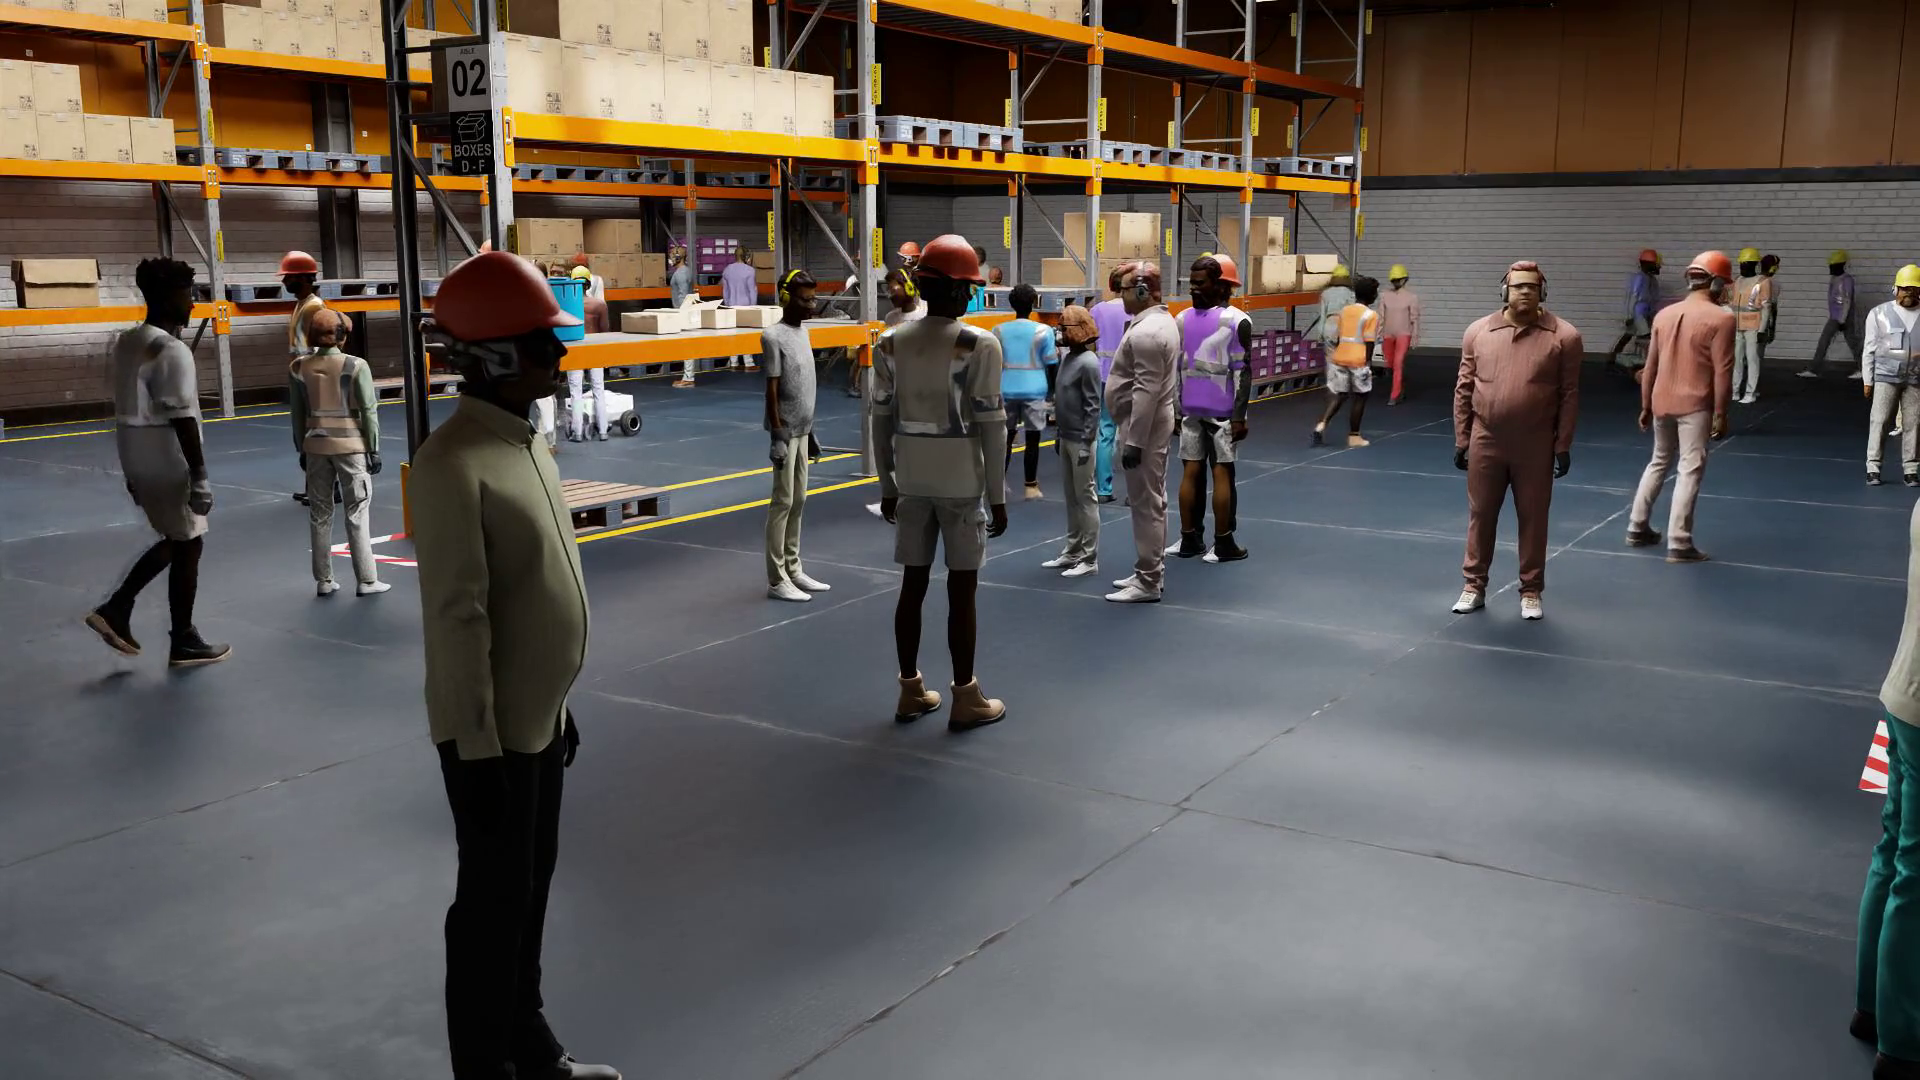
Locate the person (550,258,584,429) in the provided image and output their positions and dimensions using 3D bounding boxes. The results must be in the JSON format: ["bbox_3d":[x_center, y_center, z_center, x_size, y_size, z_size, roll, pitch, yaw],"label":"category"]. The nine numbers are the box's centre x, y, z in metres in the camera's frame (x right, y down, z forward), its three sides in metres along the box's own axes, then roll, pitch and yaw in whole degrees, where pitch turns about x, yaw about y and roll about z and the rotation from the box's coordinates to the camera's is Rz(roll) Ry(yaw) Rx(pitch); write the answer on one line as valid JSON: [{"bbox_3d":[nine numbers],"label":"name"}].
[{"bbox_3d":[-4.230,-2.059,17.632,0.559,1.821,0.742,3,11,14],"label":"person"}]

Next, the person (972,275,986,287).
[{"bbox_3d":[0.107,-3.302,24.583,0.638,1.805,0.932,5,11,25],"label":"person"}]

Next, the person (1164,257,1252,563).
[{"bbox_3d":[1.577,-0.821,10.521,0.372,1.916,0.596,-9,13,-40],"label":"person"}]

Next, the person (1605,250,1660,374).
[{"bbox_3d":[10.225,-3.400,24.943,1.008,1.873,0.554,5,11,25],"label":"person"}]

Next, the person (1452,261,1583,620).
[{"bbox_3d":[2.964,-0.530,8.929,0.641,1.913,0.407,5,11,26],"label":"person"}]

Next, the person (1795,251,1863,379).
[{"bbox_3d":[12.855,-3.266,24.256,1.044,1.861,0.595,0,10,-1],"label":"person"}]

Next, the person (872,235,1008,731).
[{"bbox_3d":[-0.063,-0.236,6.933,0.614,2.041,0.393,6,12,30],"label":"person"}]

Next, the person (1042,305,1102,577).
[{"bbox_3d":[0.692,-0.594,10.048,0.279,1.634,0.499,-3,11,-17],"label":"person"}]

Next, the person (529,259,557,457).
[{"bbox_3d":[-3.945,-1.687,15.530,0.429,1.844,0.627,-1,10,-5],"label":"person"}]

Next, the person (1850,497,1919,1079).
[{"bbox_3d":[2.375,0.437,3.968,0.314,1.769,0.523,4,11,20],"label":"person"}]

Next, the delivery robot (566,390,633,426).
[{"bbox_3d":[-3.700,-1.371,17.076,0.477,0.478,0.707,7,13,34],"label":"delivery robot"}]

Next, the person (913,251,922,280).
[{"bbox_3d":[-0.630,-4.021,28.465,0.622,1.845,0.429,7,12,35],"label":"person"}]

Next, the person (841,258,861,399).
[{"bbox_3d":[-1.254,-2.767,21.357,0.454,1.899,0.606,5,11,25],"label":"person"}]

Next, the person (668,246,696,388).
[{"bbox_3d":[-3.815,-3.062,22.881,0.366,1.938,0.630,-1,10,-3],"label":"person"}]

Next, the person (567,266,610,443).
[{"bbox_3d":[-3.781,-1.861,16.706,0.531,1.767,0.328,-4,11,-21],"label":"person"}]

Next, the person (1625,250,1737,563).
[{"bbox_3d":[4.644,-0.852,10.591,0.508,1.963,0.678,-4,11,-22],"label":"person"}]

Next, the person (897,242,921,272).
[{"bbox_3d":[-0.673,-2.897,21.808,0.383,1.996,0.609,-2,10,-11],"label":"person"}]

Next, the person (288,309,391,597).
[{"bbox_3d":[-3.535,-0.487,9.444,0.514,1.640,0.310,1,10,8],"label":"person"}]

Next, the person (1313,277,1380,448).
[{"bbox_3d":[3.777,-1.718,16.170,0.554,1.669,0.551,-6,12,-30],"label":"person"}]

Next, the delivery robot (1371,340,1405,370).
[{"bbox_3d":[6.198,-2.701,24.453,0.477,0.478,0.707,-7,12,-33],"label":"delivery robot"}]

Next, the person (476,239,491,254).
[{"bbox_3d":[-4.250,-1.732,15.251,0.392,2.033,0.605,-9,13,-39],"label":"person"}]

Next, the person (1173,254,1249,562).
[{"bbox_3d":[1.594,-0.828,10.525,0.542,1.930,0.374,8,13,39],"label":"person"}]

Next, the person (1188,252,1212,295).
[{"bbox_3d":[3.819,-3.579,26.037,0.403,1.831,0.596,-5,12,-28],"label":"person"}]

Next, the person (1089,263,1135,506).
[{"bbox_3d":[1.228,-1.176,12.674,0.565,1.850,0.390,7,12,34],"label":"person"}]

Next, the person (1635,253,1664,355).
[{"bbox_3d":[10.671,-3.532,25.789,0.404,1.827,0.600,5,11,24],"label":"person"}]

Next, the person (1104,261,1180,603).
[{"bbox_3d":[1.010,-0.601,9.339,0.408,1.907,0.638,2,11,13],"label":"person"}]

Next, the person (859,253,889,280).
[{"bbox_3d":[-1.298,-3.560,25.354,0.543,2.000,0.692,-3,11,-14],"label":"person"}]

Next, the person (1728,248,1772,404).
[{"bbox_3d":[9.759,-2.654,20.650,0.388,1.927,0.589,-4,11,-21],"label":"person"}]

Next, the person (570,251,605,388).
[{"bbox_3d":[-4.881,-2.784,21.496,0.594,1.882,0.367,-2,11,-14],"label":"person"}]

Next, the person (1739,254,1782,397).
[{"bbox_3d":[10.163,-2.728,21.304,0.642,1.841,0.561,-9,13,-40],"label":"person"}]

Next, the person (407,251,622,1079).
[{"bbox_3d":[-0.979,0.381,3.641,0.374,1.997,0.613,0,10,0],"label":"person"}]

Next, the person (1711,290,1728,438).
[{"bbox_3d":[7.619,-1.832,16.939,0.355,1.622,0.499,-3,11,-15],"label":"person"}]

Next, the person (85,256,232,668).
[{"bbox_3d":[-3.761,-0.342,7.764,0.639,1.949,0.512,9,13,40],"label":"person"}]

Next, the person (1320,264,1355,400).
[{"bbox_3d":[4.738,-2.607,20.979,0.488,1.719,0.456,9,13,39],"label":"person"}]

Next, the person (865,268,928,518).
[{"bbox_3d":[-0.399,-1.057,12.117,0.517,1.807,1.000,10,14,43],"label":"person"}]

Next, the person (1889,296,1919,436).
[{"bbox_3d":[9.881,-1.866,17.098,0.509,1.632,0.265,10,14,43],"label":"person"}]

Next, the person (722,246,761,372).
[{"bbox_3d":[-3.356,-3.538,25.528,0.627,1.936,0.375,7,12,32],"label":"person"}]

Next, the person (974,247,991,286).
[{"bbox_3d":[0.317,-3.790,27.028,0.650,1.903,0.467,8,13,39],"label":"person"}]

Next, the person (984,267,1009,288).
[{"bbox_3d":[0.511,-3.062,23.709,0.513,1.641,0.307,-1,10,-6],"label":"person"}]

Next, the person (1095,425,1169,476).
[{"bbox_3d":[1.468,-1.350,14.344,0.855,1.598,0.508,-5,12,-27],"label":"person"}]

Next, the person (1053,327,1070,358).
[{"bbox_3d":[1.477,-2.768,21.376,0.646,1.902,0.400,-3,11,-15],"label":"person"}]

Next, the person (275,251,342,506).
[{"bbox_3d":[-4.979,-1.230,12.729,0.378,1.938,0.547,-6,12,-29],"label":"person"}]

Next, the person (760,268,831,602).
[{"bbox_3d":[-0.933,-0.592,9.403,0.328,1.865,0.521,3,11,18],"label":"person"}]

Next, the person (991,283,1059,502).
[{"bbox_3d":[0.501,-1.130,12.866,0.553,1.697,0.378,4,11,22],"label":"person"}]

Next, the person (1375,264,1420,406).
[{"bbox_3d":[5.415,-2.538,20.530,0.517,1.733,0.723,7,12,34],"label":"person"}]

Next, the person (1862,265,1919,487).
[{"bbox_3d":[7.749,-1.344,13.691,0.584,1.824,0.403,3,11,18],"label":"person"}]
